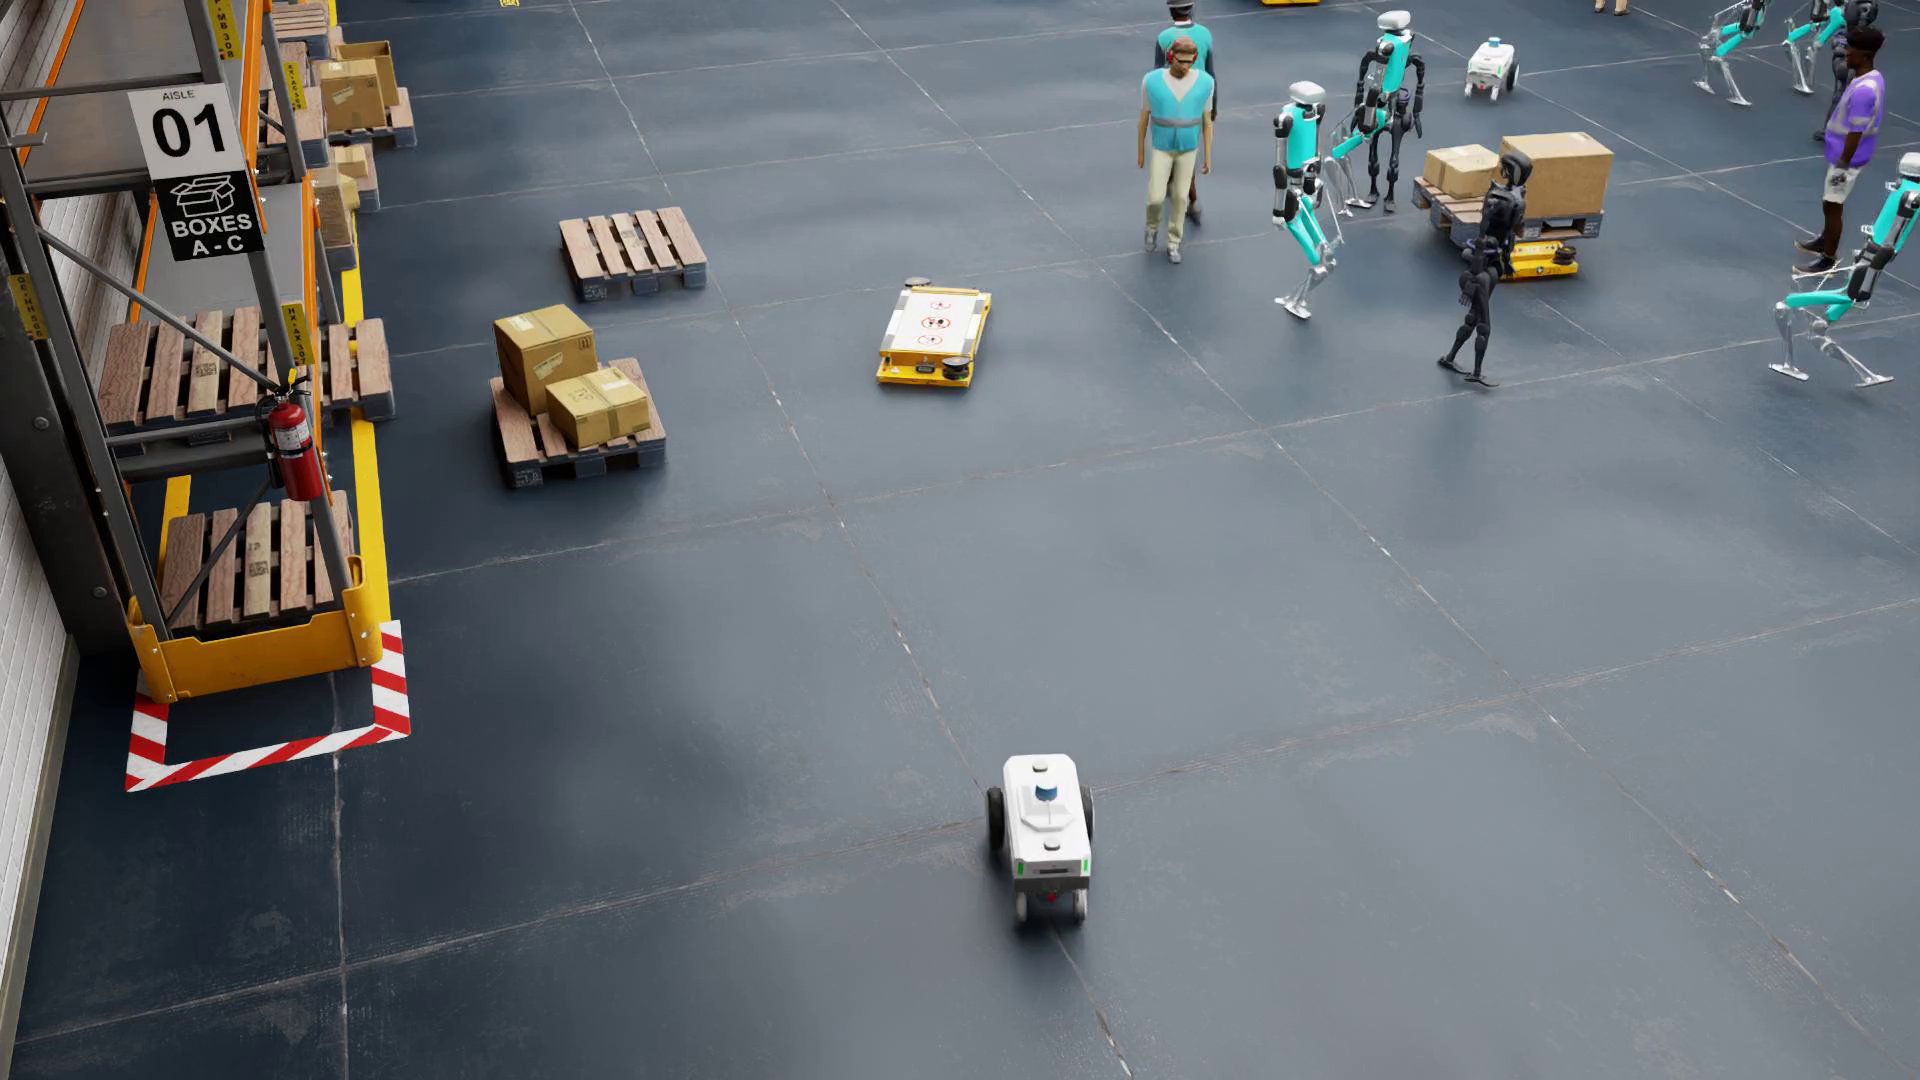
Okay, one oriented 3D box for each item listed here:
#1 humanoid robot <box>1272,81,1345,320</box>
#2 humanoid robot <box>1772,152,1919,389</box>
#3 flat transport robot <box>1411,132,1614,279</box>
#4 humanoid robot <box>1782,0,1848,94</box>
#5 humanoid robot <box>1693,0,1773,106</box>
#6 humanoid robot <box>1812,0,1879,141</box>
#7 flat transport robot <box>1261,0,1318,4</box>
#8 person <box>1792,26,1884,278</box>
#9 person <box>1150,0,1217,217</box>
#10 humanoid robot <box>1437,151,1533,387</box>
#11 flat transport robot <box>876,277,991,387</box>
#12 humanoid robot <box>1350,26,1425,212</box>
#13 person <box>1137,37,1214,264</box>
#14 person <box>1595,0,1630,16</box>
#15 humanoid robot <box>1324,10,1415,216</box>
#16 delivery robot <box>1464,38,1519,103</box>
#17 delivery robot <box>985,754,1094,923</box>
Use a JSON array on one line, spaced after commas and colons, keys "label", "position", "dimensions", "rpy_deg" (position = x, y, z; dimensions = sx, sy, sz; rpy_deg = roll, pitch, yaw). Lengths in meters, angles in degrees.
[{"label": "humanoid robot", "position": [2.619, -2.441, 12.239], "dimensions": [0.693, 1.777, 0.533], "rpy_deg": [28, 42, 36]}, {"label": "humanoid robot", "position": [5.991, -1.798, 11.278], "dimensions": [1.029, 1.727, 0.569], "rpy_deg": [14, 36, 21]}, {"label": "flat transport robot", "position": [4.477, -2.544, 13.760], "dimensions": [0.659, 0.231, 1.431], "rpy_deg": [-5, 33, -8]}, {"label": "humanoid robot", "position": [8.622, -5.291, 16.707], "dimensions": [0.530, 1.875, 0.700], "rpy_deg": [-12, 35, -17]}, {"label": "humanoid robot", "position": [7.655, -5.205, 16.478], "dimensions": [0.874, 1.760, 0.553], "rpy_deg": [22, 39, 29]}, {"label": "humanoid robot", "position": [8.282, -4.507, 15.488], "dimensions": [0.337, 1.650, 0.616], "rpy_deg": [9, 34, 14]}, {"label": "flat transport robot", "position": [3.861, -6.842, 20.353], "dimensions": [0.659, 0.231, 1.431], "rpy_deg": [-4, 33, -6]}, {"label": "person", "position": [6.902, -3.038, 13.007], "dimensions": [0.416, 1.946, 0.714], "rpy_deg": [18, 37, 25]}, {"label": "person", "position": [1.911, -3.719, 14.089], "dimensions": [0.588, 1.884, 0.945], "rpy_deg": [-14, 36, -21]}, {"label": "humanoid robot", "position": [3.667, -1.877, 11.458], "dimensions": [0.531, 1.647, 0.616], "rpy_deg": [25, 41, 33]}, {"label": "flat transport robot", "position": [-0.174, -1.531, 12.207], "dimensions": [0.659, 0.231, 1.431], "rpy_deg": [4, 33, 6]}, {"label": "humanoid robot", "position": [3.636, -3.624, 14.132], "dimensions": [0.611, 1.638, 0.492], "rpy_deg": [9, 34, 14]}, {"label": "person", "position": [1.694, -3.079, 13.159], "dimensions": [0.568, 1.821, 0.453], "rpy_deg": [-1, 33, -2]}, {"label": "person", "position": [7.657, -6.912, 19.171], "dimensions": [0.462, 1.676, 0.365], "rpy_deg": [24, 40, 32]}, {"label": "humanoid robot", "position": [3.365, -3.597, 14.014], "dimensions": [0.706, 1.763, 0.542], "rpy_deg": [22, 39, 30]}, {"label": "delivery robot", "position": [5.423, -4.830, 17.012], "dimensions": [0.499, 0.602, 0.795], "rpy_deg": [15, 36, 21]}, {"label": "delivery robot", "position": [0.385, 1.313, 7.587], "dimensions": [0.499, 0.599, 0.784], "rpy_deg": [-2, 33, -3]}]
